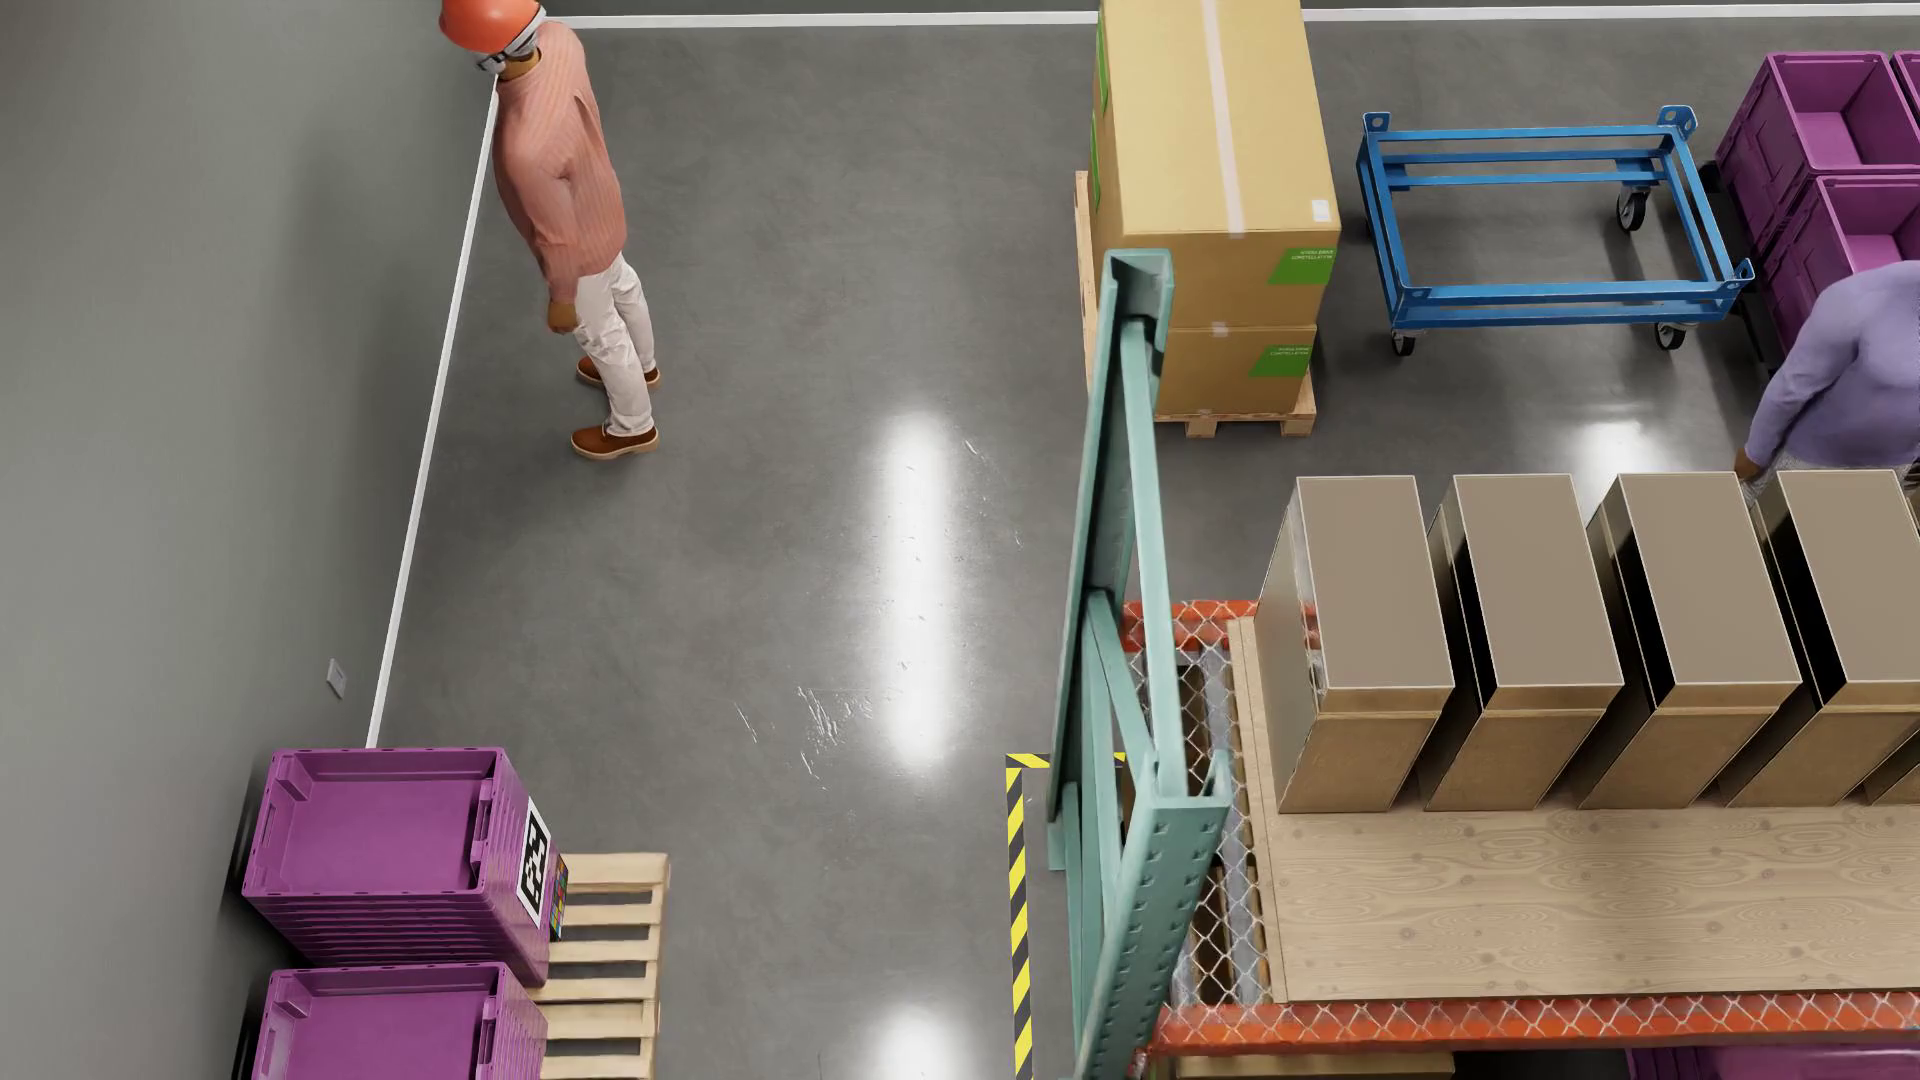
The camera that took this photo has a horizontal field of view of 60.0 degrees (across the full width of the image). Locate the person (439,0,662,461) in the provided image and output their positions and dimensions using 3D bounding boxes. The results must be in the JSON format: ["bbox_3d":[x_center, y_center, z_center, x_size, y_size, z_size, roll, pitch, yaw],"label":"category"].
[{"bbox_3d":[-1.243,-0.978,5.248,0.392,1.990,0.611,1,58,1],"label":"person"}]

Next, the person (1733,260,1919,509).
[{"bbox_3d":[2.578,-0.282,4.838,0.628,1.940,0.377,1,58,1],"label":"person"}]
